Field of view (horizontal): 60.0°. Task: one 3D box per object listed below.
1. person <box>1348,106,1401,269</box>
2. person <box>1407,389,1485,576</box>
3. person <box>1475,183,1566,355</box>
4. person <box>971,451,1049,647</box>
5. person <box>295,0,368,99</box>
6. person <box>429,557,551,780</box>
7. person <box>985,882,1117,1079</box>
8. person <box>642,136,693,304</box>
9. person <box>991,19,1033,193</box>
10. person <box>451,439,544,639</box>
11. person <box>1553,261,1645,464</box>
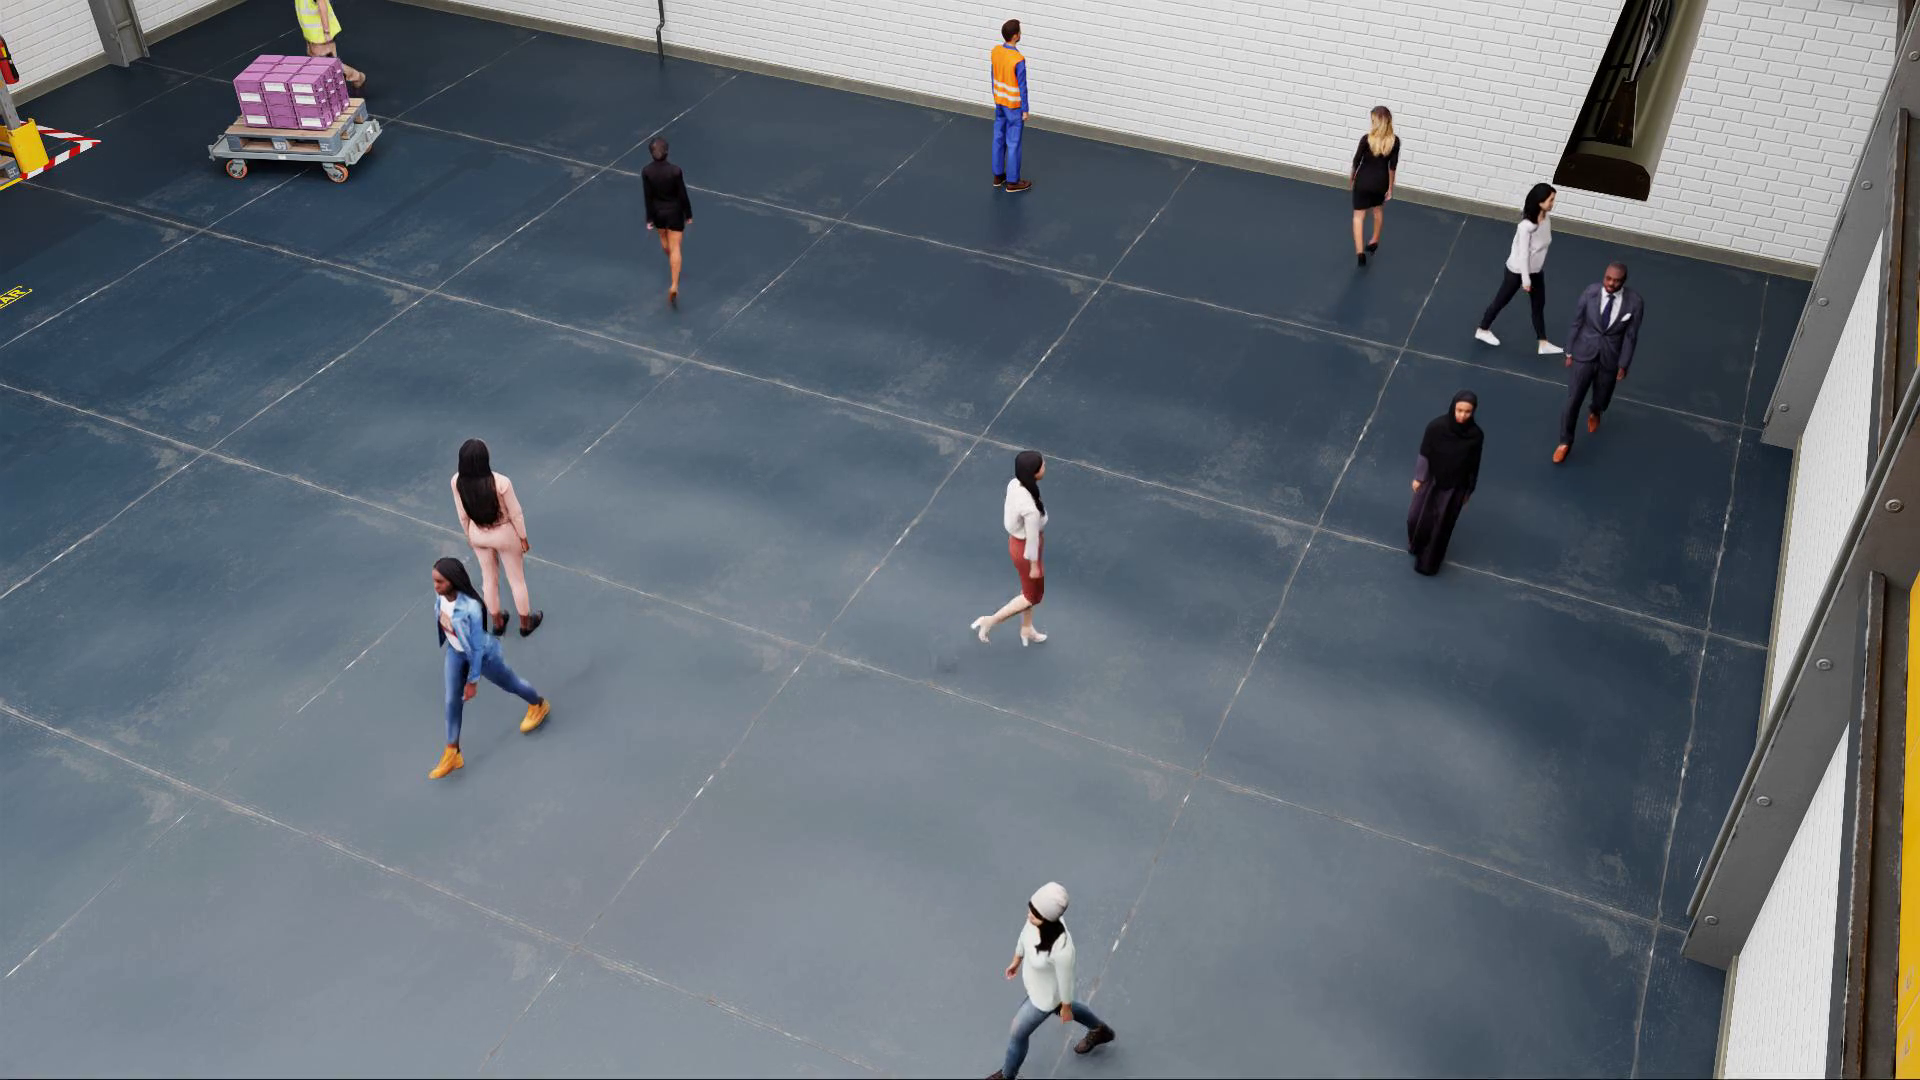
[{"bbox_3d":[4.024,-3.422,16.326,0.803,1.645,0.911,-1,39,-1],"label":"person"},{"bbox_3d":[3.699,-0.490,12.684,0.677,1.608,0.810,11,40,13],"label":"person"},{"bbox_3d":[5.037,-2.472,15.122,1.079,1.663,0.942,-30,47,-32],"label":"person"},{"bbox_3d":[0.403,0.128,11.808,0.916,1.736,0.883,-8,39,-10],"label":"person"},{"bbox_3d":[-7.393,-5.925,19.313,1.108,1.828,0.963,-25,45,-28],"label":"person"},{"bbox_3d":[-3.143,0.759,11.076,0.726,1.662,1.232,23,44,26],"label":"person"},{"bbox_3d":[0.540,2.399,9.065,1.105,1.611,1.086,-10,40,-13],"label":"person"},{"bbox_3d":[-2.782,-3.016,15.857,0.854,1.596,1.119,0,39,0],"label":"person"},{"bbox_3d":[0.528,-4.615,17.644,0.757,1.864,0.773,-28,46,-31],"label":"person"},{"bbox_3d":[-3.352,-0.008,11.990,0.679,1.721,0.641,5,39,6],"label":"person"},{"bbox_3d":[5.312,-1.532,13.832,0.673,1.803,0.937,17,42,20],"label":"person"}]
